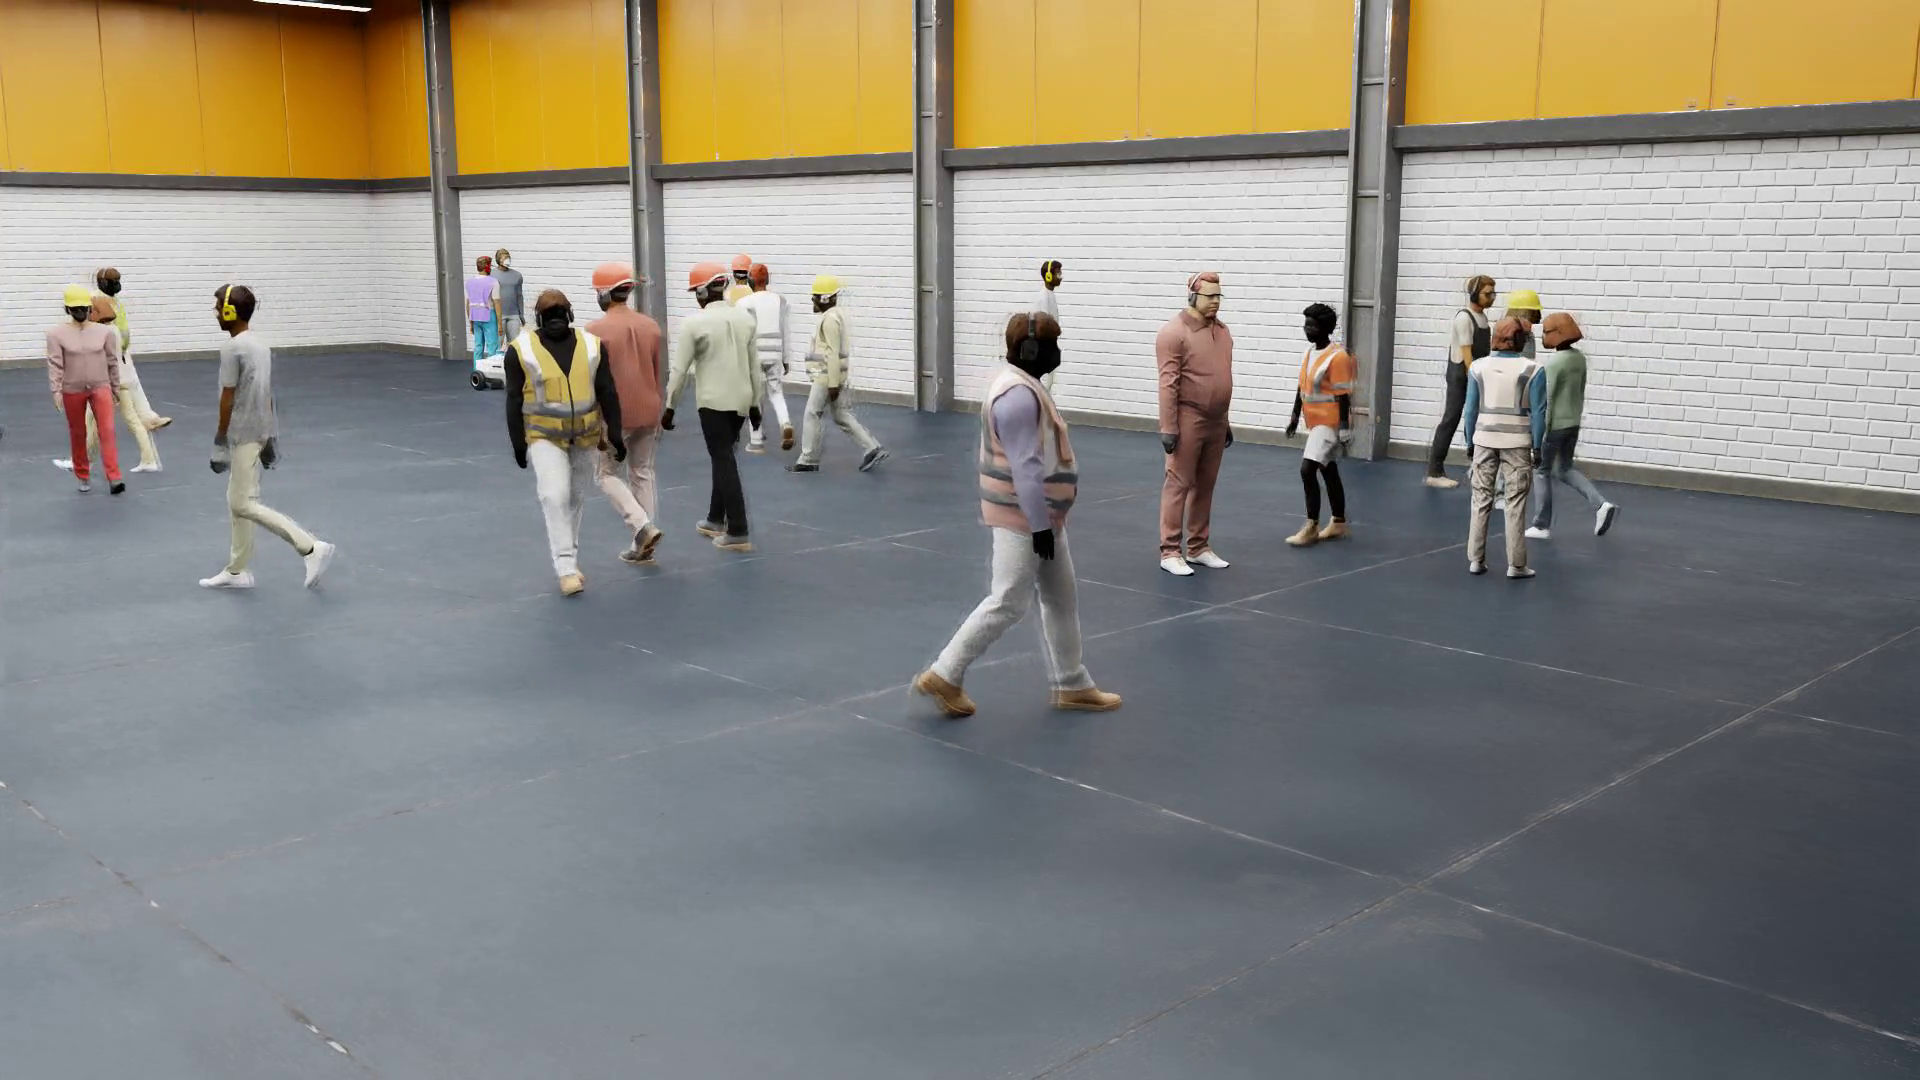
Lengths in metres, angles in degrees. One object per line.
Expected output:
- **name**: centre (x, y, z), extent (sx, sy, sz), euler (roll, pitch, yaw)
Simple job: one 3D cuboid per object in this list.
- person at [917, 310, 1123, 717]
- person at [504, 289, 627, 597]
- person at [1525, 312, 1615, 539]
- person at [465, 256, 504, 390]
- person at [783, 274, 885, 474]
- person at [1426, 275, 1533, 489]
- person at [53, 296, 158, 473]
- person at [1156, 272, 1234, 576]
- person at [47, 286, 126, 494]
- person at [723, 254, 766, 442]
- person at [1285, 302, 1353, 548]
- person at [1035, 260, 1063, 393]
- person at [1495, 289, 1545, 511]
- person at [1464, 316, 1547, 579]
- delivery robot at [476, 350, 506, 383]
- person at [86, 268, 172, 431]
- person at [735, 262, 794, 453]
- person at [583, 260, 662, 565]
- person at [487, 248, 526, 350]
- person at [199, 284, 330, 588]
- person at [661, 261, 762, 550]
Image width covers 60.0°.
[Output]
- **person**: centre (0.265, -0.104, 7.339), extent (0.864, 1.814, 0.629), euler (2, 11, 10)
- **person**: centre (-2.331, -0.582, 9.953), extent (0.634, 1.801, 0.873), euler (-7, 12, -32)
- **person**: centre (4.234, -0.775, 11.563), extent (0.511, 1.612, 0.601), euler (-8, 13, -38)
- **person**: centre (-6.585, -3.000, 23.030), extent (0.565, 1.847, 0.396), euler (5, 11, 24)
- **person**: centre (-1.118, -1.474, 14.860), extent (0.872, 1.798, 0.601), euler (0, 10, 1)
- **person**: centre (4.310, -1.283, 13.801), extent (0.498, 1.792, 0.938), euler (-10, 14, -42)
- **person**: centre (-7.665, -1.376, 14.885), extent (0.863, 1.588, 0.505), euler (0, 10, 1)
- **person**: centre (1.518, -0.735, 10.524), extent (0.651, 1.904, 0.401), euler (-10, 14, -43)
- **person**: centre (-7.164, -1.213, 13.647), extent (0.531, 1.713, 0.911), euler (-7, 12, -33)
- **person**: centre (-2.246, -1.983, 17.238), extent (0.553, 1.935, 0.364), euler (-2, 11, -13)
- **person**: centre (2.436, -0.786, 11.411), extent (0.653, 1.668, 0.561), euler (-2, 11, -10)
- **person**: centre (0.956, -2.082, 17.974), extent (0.311, 1.868, 0.535), euler (2, 11, 9)
- **person**: centre (4.264, -1.088, 12.950), extent (0.494, 1.728, 0.496), euler (-10, 14, -42)
- **person**: centre (3.389, -0.574, 10.378), extent (0.515, 1.636, 0.315), euler (9, 14, 40)
- **delivery robot**: centre (-6.330, -2.376, 22.902), extent (0.707, 0.478, 0.477), euler (7, 13, 34)
- **person**: centre (-9.195, -2.043, 18.010), extent (1.006, 1.785, 0.619), euler (0, 10, 1)
- **person**: centre (-1.894, -1.751, 16.149), extent (0.600, 1.871, 0.646), euler (-6, 12, -30)
- **person**: centre (-2.119, -0.787, 10.627), extent (0.582, 1.978, 0.608), euler (10, 15, 44)
- **person**: centre (-6.599, -3.247, 24.130), extent (0.631, 1.940, 0.369), euler (-10, 14, -42)
- **person**: centre (-4.221, -0.600, 9.953), extent (0.782, 1.844, 0.523), euler (0, 10, -3)
- **person**: centre (-1.717, -0.925, 11.428), extent (0.880, 1.944, 0.643), euler (9, 14, 41)
